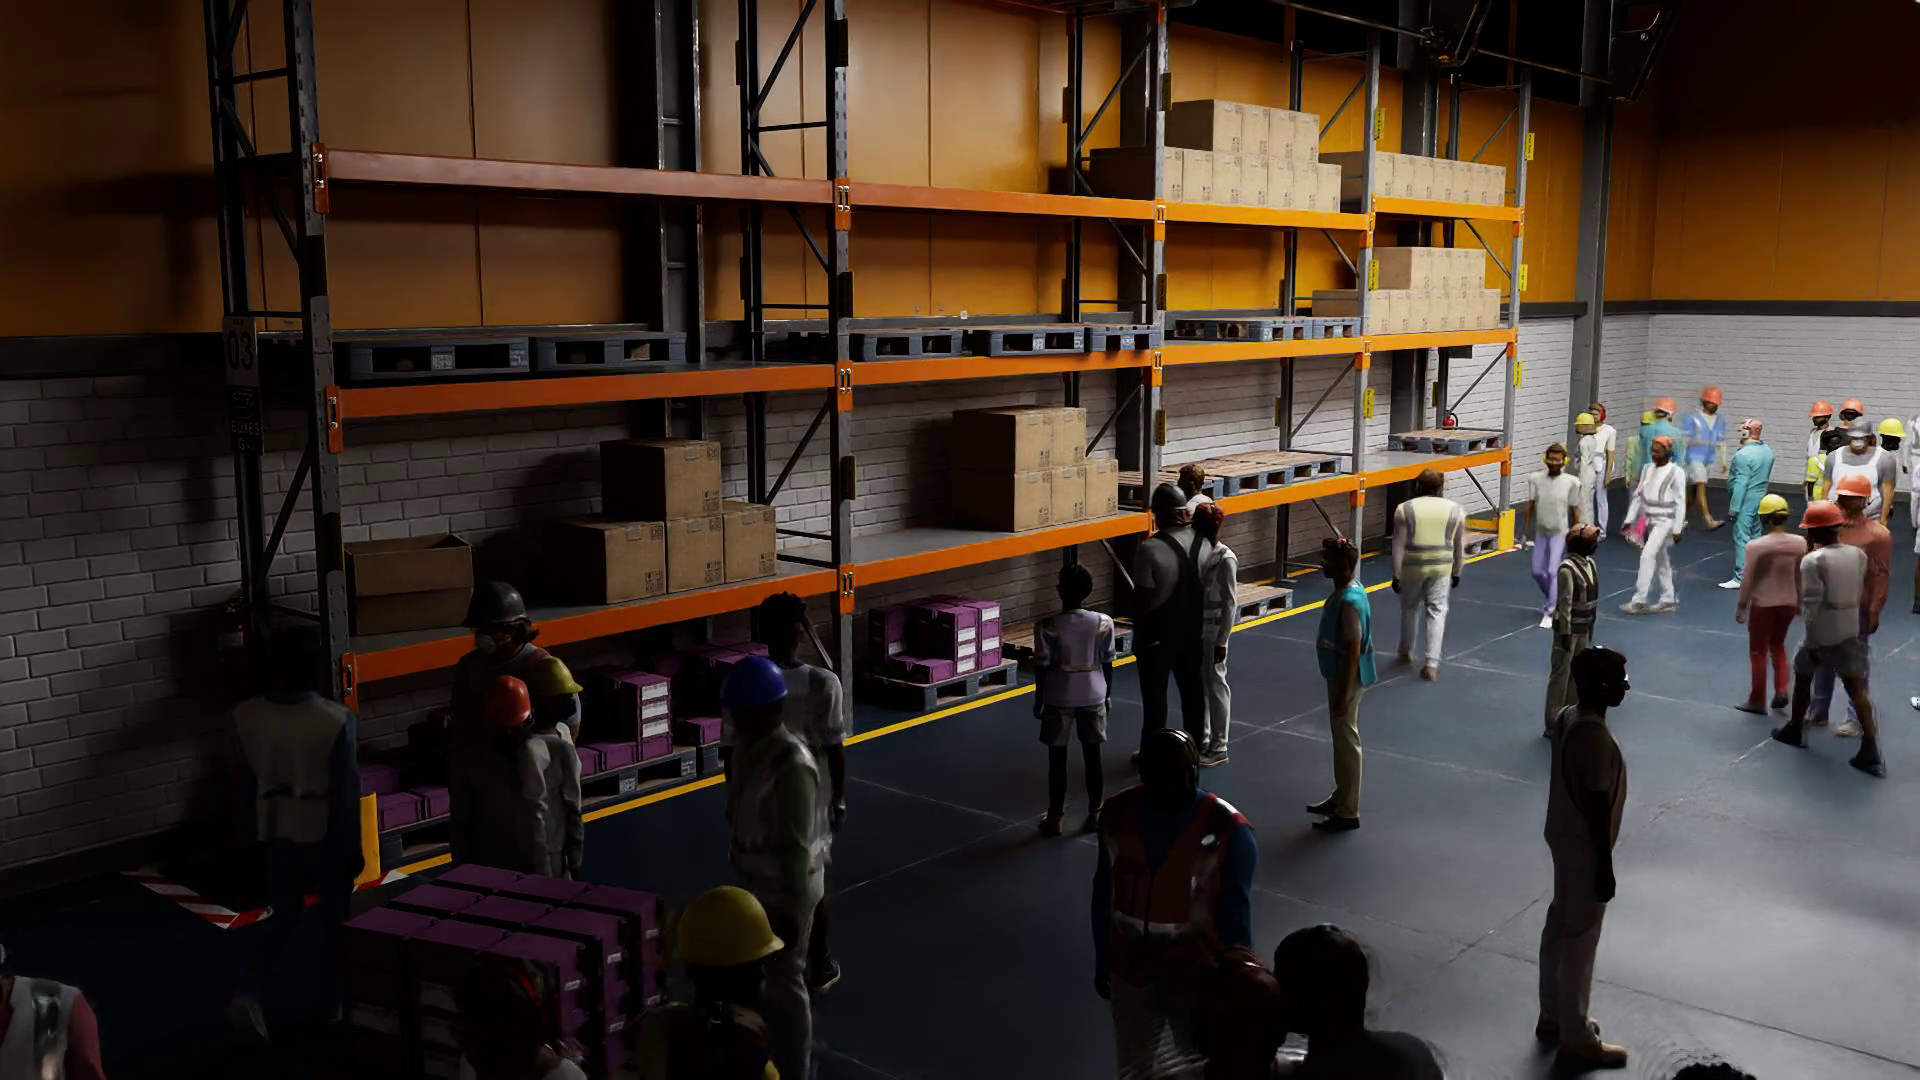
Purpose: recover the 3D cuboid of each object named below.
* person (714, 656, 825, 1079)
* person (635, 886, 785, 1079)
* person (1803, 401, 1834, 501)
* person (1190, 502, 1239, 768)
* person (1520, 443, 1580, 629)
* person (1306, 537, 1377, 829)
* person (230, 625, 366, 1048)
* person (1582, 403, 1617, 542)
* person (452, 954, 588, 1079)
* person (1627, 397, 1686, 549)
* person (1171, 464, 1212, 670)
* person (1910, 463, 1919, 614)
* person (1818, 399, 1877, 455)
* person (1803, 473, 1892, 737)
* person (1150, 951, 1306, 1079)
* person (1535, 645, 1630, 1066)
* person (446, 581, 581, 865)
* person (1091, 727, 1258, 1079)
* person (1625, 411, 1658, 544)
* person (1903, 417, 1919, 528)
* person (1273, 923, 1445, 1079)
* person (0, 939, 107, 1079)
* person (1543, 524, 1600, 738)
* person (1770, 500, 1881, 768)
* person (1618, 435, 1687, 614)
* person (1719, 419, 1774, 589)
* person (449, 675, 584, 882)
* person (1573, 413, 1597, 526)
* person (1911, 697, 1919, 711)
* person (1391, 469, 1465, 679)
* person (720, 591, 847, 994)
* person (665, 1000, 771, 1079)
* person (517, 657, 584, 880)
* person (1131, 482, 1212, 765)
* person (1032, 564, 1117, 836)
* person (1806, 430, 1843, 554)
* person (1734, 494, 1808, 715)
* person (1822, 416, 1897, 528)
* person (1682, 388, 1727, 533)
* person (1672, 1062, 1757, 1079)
[{"bbox_3d":[-0.778,1.411,6.817,0.435,1.925,0.641,-5,10,-31],"label":"person"},{"bbox_3d":[-0.638,1.829,4.342,1.011,1.878,0.589,-6,10,-32],"label":"person"},{"bbox_3d":[10.894,-0.801,21.109,0.388,1.930,0.544,-1,9,-9],"label":"person"},{"bbox_3d":[1.748,0.664,11.805,0.356,1.883,0.573,-3,9,-20],"label":"person"},{"bbox_3d":[5.915,-0.067,16.632,0.536,1.849,0.628,6,11,35],"label":"person"},{"bbox_3d":[2.412,0.893,10.435,0.393,1.847,0.563,1,9,9],"label":"person"},{"bbox_3d":[-2.987,1.328,7.487,0.596,1.898,0.744,2,9,12],"label":"person"},{"bbox_3d":[8.416,-0.889,21.967,0.390,1.837,0.561,-3,9,-21],"label":"person"},{"bbox_3d":[-1.029,1.875,4.184,0.561,1.823,0.593,-7,11,-38],"label":"person"},{"bbox_3d":[8.993,-0.863,21.479,1.009,1.946,0.639,-4,10,-26],"label":"person"},{"bbox_3d":[2.071,0.248,14.657,0.350,1.837,0.503,5,10,30],"label":"person"},{"bbox_3d":[10.094,-0.188,17.122,0.551,1.934,0.373,8,12,41],"label":"person"},{"bbox_3d":[10.673,-0.690,20.070,0.619,2.029,0.410,5,10,29],"label":"person"},{"bbox_3d":[6.704,0.482,12.611,0.374,1.997,0.613,-5,10,-29],"label":"person"},{"bbox_3d":[0.661,1.883,3.969,0.611,1.869,0.432,-1,9,-8],"label":"person"},{"bbox_3d":[2.768,1.372,7.353,0.344,1.847,0.505,0,9,1],"label":"person"},{"bbox_3d":[-2.170,1.195,7.872,0.689,2.000,0.539,4,10,25],"label":"person"},{"bbox_3d":[0.763,1.575,6.105,0.624,1.835,0.431,5,10,29],"label":"person"},{"bbox_3d":[8.955,-0.811,21.724,0.528,1.761,0.339,1,9,9],"label":"person"},{"bbox_3d":[13.580,-1.105,23.395,0.571,1.840,0.987,3,9,21],"label":"person"},{"bbox_3d":[0.852,1.847,4.031,0.651,1.919,0.508,-7,11,-38],"label":"person"},{"bbox_3d":[-2.697,1.824,4.685,0.609,1.776,0.933,-5,10,-28],"label":"person"},{"bbox_3d":[4.612,0.684,12.493,0.315,1.630,0.516,8,12,42],"label":"person"},{"bbox_3d":[6.261,0.657,11.886,0.577,1.888,1.014,-1,9,-8],"label":"person"},{"bbox_3d":[7.101,-0.155,17.166,0.843,1.851,0.593,-1,9,-9],"label":"person"},{"bbox_3d":[8.769,-0.398,18.577,0.652,1.906,0.404,-7,11,-37],"label":"person"},{"bbox_3d":[-1.938,1.435,7.303,0.574,1.737,0.354,-3,9,-16],"label":"person"},{"bbox_3d":[8.072,-0.777,21.553,0.324,1.740,0.492,6,11,35],"label":"person"},{"bbox_3d":[7.778,0.532,12.787,0.662,1.847,1.008,1,9,6],"label":"person"},{"bbox_3d":[4.096,0.272,14.626,0.646,1.785,0.973,1,9,6],"label":"person"},{"bbox_3d":[-0.836,1.218,7.986,0.603,1.958,0.380,0,9,2],"label":"person"},{"bbox_3d":[-0.493,1.929,3.816,0.343,1.836,0.502,-1,9,-9],"label":"person"},{"bbox_3d":[-1.818,1.394,7.460,0.308,1.772,0.525,0,9,2],"label":"person"},{"bbox_3d":[1.464,0.589,11.776,0.683,2.000,0.535,-5,10,-28],"label":"person"},{"bbox_3d":[0.703,0.987,10.309,0.540,1.698,0.316,-2,9,-12],"label":"person"},{"bbox_3d":[10.226,-0.453,19.605,0.537,1.696,0.318,-1,9,-5],"label":"person"},{"bbox_3d":[6.413,0.514,13.173,0.567,1.757,0.362,-1,9,-8],"label":"person"},{"bbox_3d":[9.413,-0.298,17.497,0.687,2.000,0.535,7,12,40],"label":"person"},{"bbox_3d":[10.233,-1.091,22.802,0.628,1.976,1.068,-2,9,-15],"label":"person"},{"bbox_3d":[1.701,1.997,3.827,0.553,1.682,0.378,0,9,-2],"label":"person"}]
